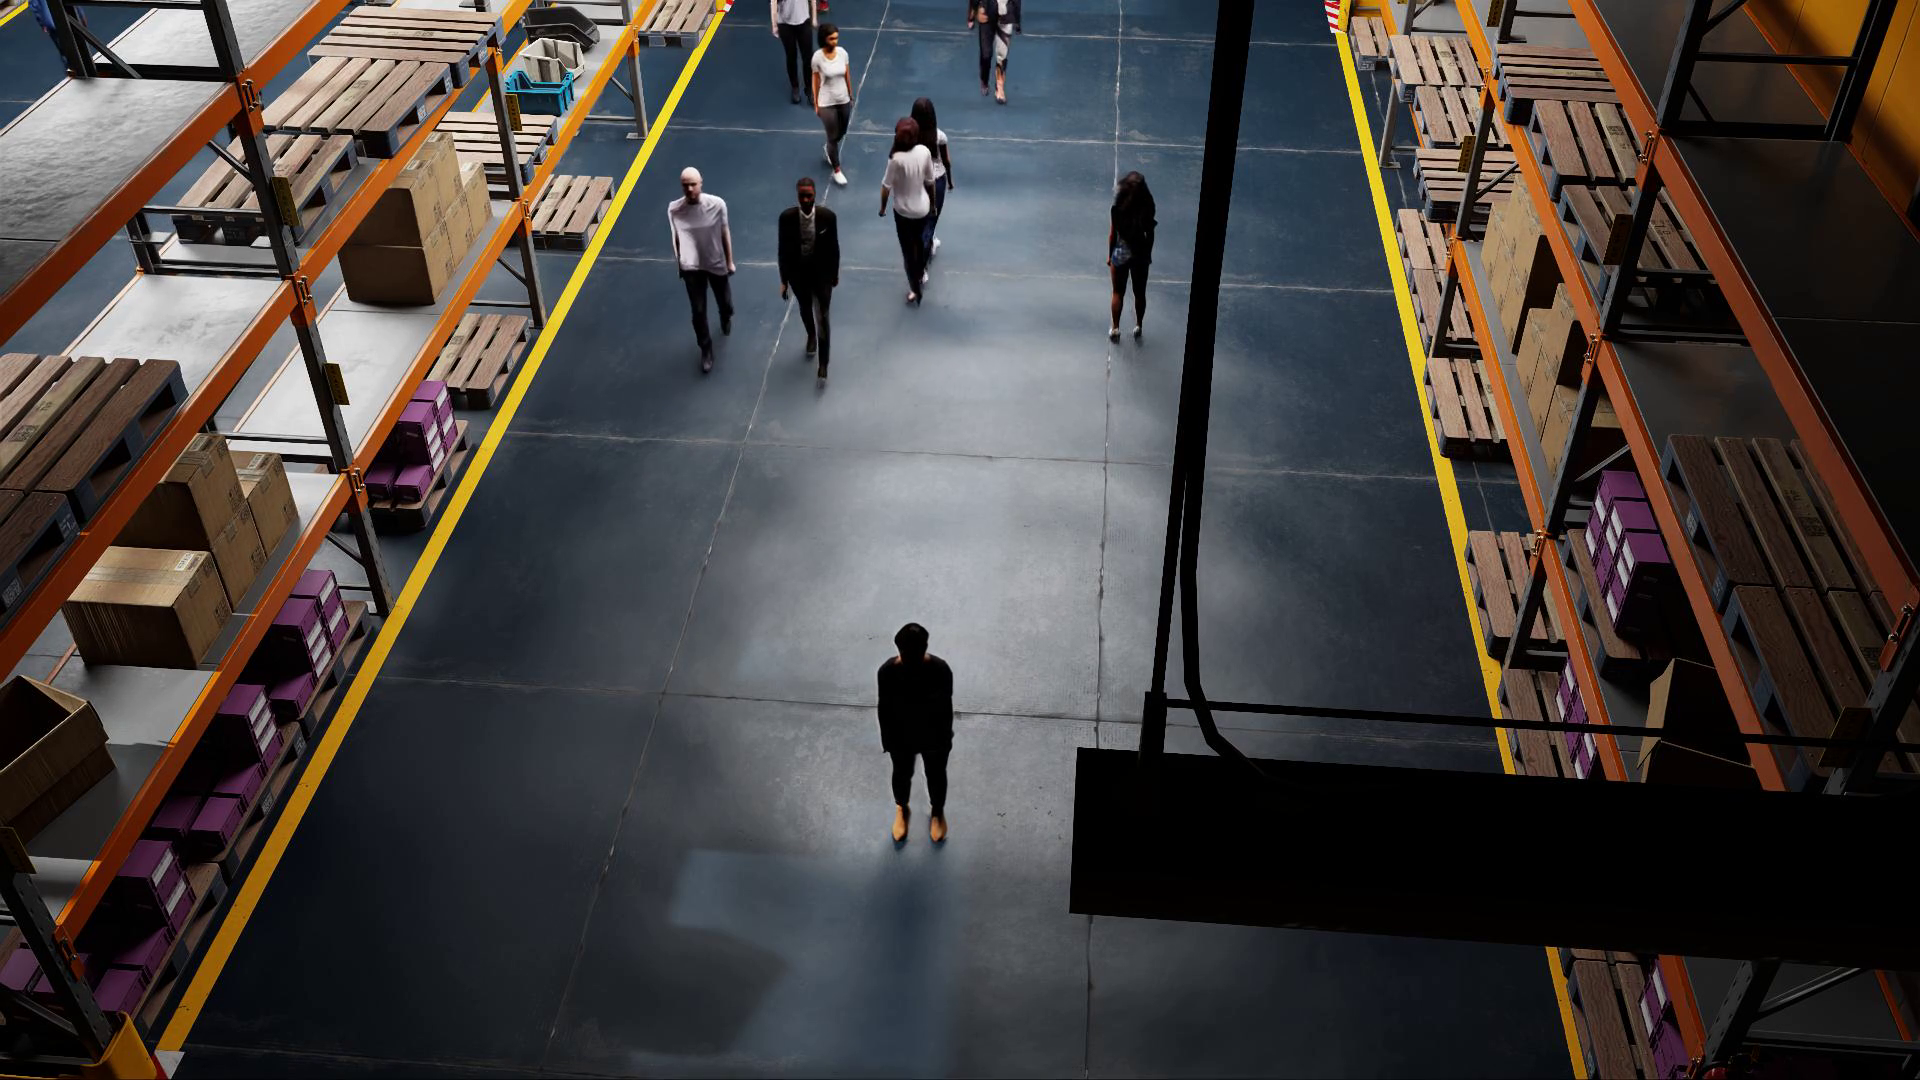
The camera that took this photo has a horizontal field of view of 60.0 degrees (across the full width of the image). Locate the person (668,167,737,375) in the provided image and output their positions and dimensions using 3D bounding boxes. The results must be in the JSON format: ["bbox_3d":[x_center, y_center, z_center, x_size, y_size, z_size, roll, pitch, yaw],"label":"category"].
[{"bbox_3d":[-2.191,-2.404,14.382,0.784,1.814,1.047,-3,39,-3],"label":"person"}]

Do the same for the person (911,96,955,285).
[{"bbox_3d":[-0.320,-3.204,15.452,0.774,1.728,1.190,11,40,13],"label":"person"}]

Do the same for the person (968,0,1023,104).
[{"bbox_3d":[0.396,-5.871,18.675,0.807,1.874,0.762,-6,39,-7],"label":"person"}]

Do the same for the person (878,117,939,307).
[{"bbox_3d":[-0.389,-2.917,15.053,0.780,1.778,0.830,-23,44,-26],"label":"person"}]

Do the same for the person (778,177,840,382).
[{"bbox_3d":[-1.300,-2.313,14.316,0.731,1.754,1.148,0,39,0],"label":"person"}]

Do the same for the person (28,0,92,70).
[{"bbox_3d":[-10.111,-5.844,18.701,0.836,1.800,0.891,-12,40,-15],"label":"person"}]

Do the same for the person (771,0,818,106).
[{"bbox_3d":[-1.870,-5.840,18.660,0.744,1.845,0.741,-5,39,-6],"label":"person"}]

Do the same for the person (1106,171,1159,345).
[{"bbox_3d":[1.495,-2.464,14.618,0.597,1.613,0.612,-3,39,-3],"label":"person"}]

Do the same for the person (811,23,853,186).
[{"bbox_3d":[-1.341,-4.568,17.241,0.887,1.628,1.019,-20,43,-23],"label":"person"}]

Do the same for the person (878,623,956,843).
[{"bbox_3d":[-0.248,1.134,10.034,0.634,1.712,0.573,-1,39,-2],"label":"person"}]
